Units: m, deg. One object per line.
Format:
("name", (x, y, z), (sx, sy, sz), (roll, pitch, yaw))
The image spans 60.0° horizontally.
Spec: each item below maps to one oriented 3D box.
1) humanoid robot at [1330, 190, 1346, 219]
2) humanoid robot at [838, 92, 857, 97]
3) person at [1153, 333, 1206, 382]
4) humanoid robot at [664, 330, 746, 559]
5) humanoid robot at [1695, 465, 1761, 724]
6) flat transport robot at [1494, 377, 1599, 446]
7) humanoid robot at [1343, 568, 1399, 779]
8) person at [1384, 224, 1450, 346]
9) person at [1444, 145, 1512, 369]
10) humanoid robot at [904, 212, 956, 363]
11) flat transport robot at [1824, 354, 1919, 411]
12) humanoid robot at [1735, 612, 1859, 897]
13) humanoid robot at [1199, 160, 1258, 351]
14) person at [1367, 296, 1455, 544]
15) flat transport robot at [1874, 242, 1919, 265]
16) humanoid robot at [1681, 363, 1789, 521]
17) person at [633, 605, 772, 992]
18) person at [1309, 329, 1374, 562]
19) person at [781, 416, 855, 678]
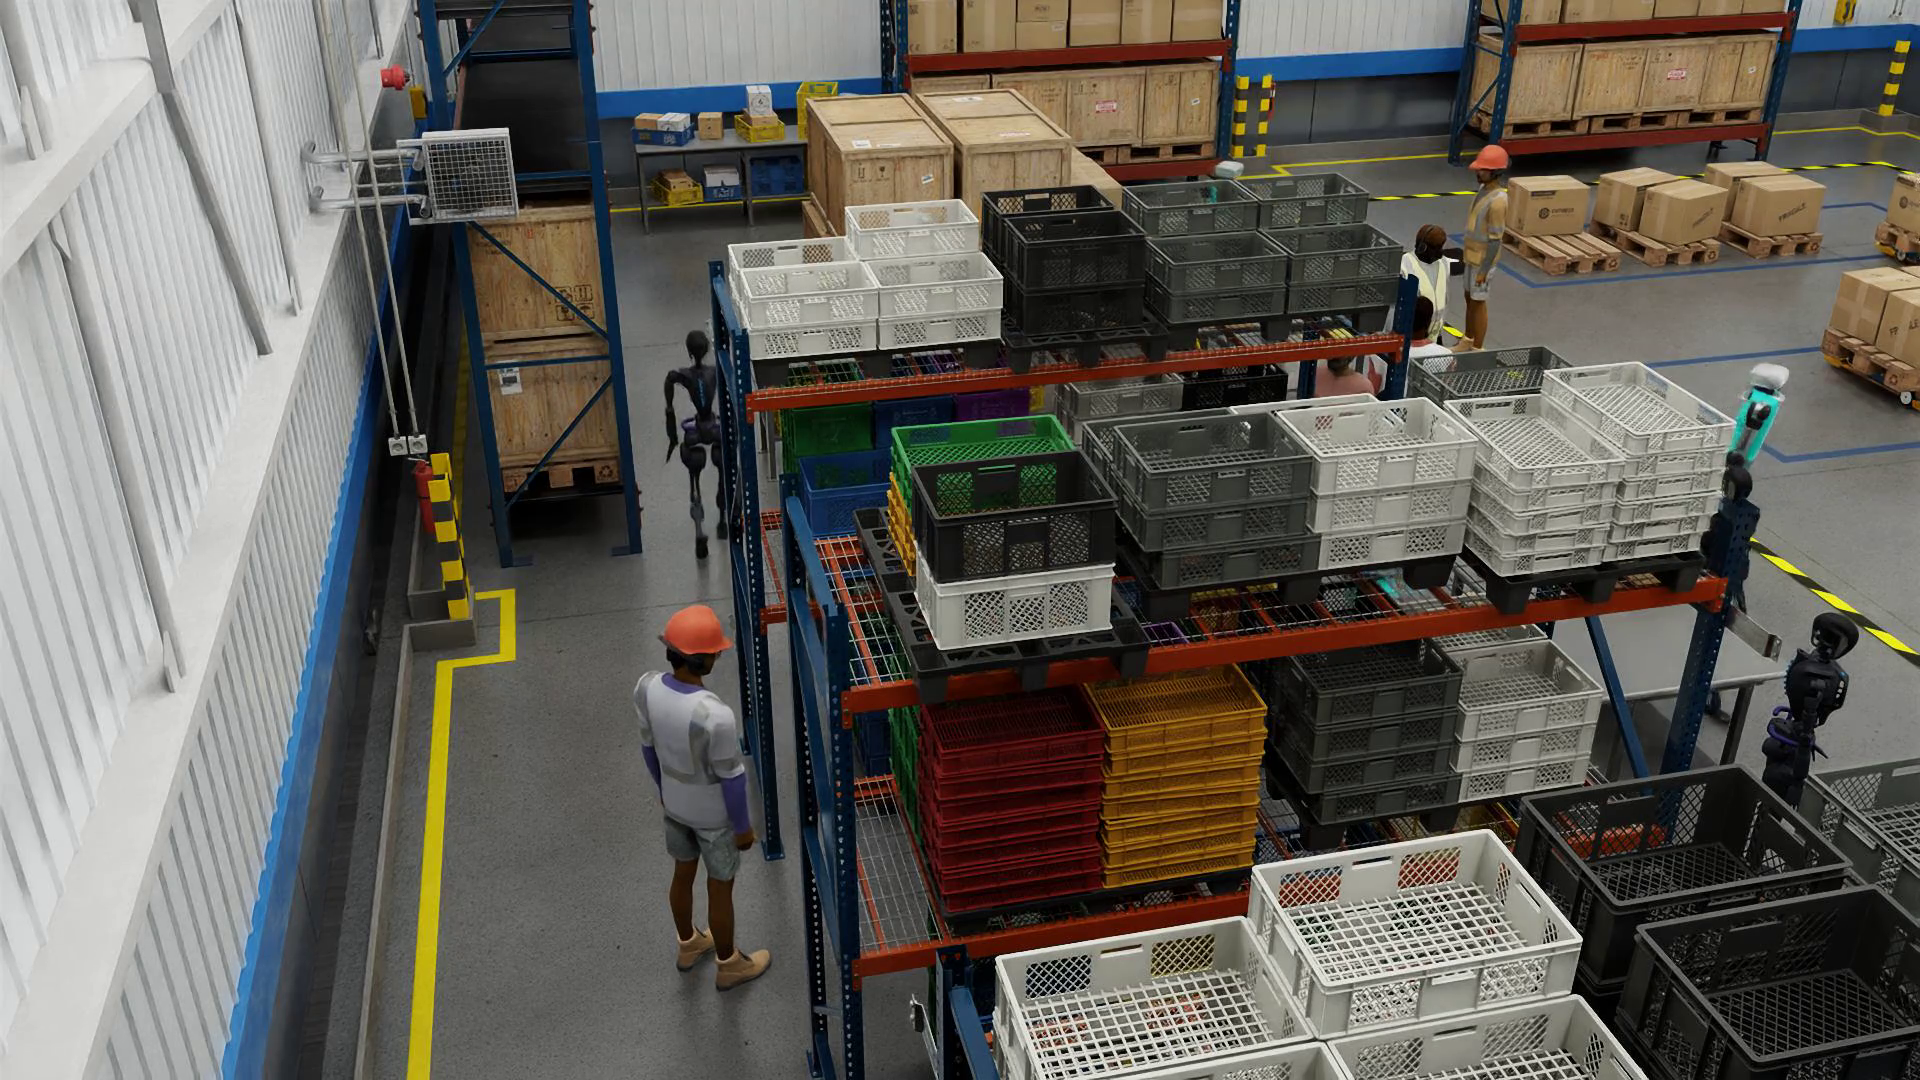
("humanoid robot", (2.998, -2.187, 14.703), (0.819, 1.846, 0.547), (4, 28, 8))
("humanoid robot", (-0.941, -3.889, 17.963), (0.796, 1.886, 0.550), (-6, 28, -12))
("person", (1.478, -0.520, 11.339), (0.348, 1.859, 0.515), (-22, 35, -35))
("humanoid robot", (-1.804, -0.685, 11.844), (0.601, 1.636, 0.634), (-3, 28, -6))
("humanoid robot", (4.493, 0.286, 10.046), (0.609, 1.621, 0.793), (-9, 29, -17))
("flat transport robot", (4.780, -1.036, 14.013), (0.659, 0.231, 1.431), (-6, 28, -12))
("humanoid robot", (2.492, 0.786, 9.031), (0.984, 1.774, 0.543), (-5, 28, -10))
("person", (3.712, -1.682, 13.565), (0.629, 1.835, 0.429), (-15, 31, -26))
("person", (4.658, -2.538, 14.959), (0.366, 2.047, 0.605), (1, 28, 2))
("humanoid robot", (-0.152, -1.921, 14.148), (0.796, 1.802, 0.538), (-10, 30, -19))
("flat transport robot", (8.473, -1.467, 14.800), (0.652, 0.197, 1.431), (-6, 28, -12))
("humanoid robot", (4.243, 1.093, 8.450), (0.315, 1.653, 0.599), (15, 31, 26))
("humanoid robot", (2.363, -2.492, 15.311), (0.558, 1.863, 0.795), (12, 30, 22))
("person", (3.140, -0.790, 11.779), (0.592, 1.915, 0.374), (9, 29, 17))
("flat transport robot", (10.555, -3.018, 17.742), (0.652, 0.197, 1.431), (-6, 28, -12))
("humanoid robot", (4.980, -0.388, 11.228), (0.790, 1.780, 0.544), (15, 31, 27))
("person", (-1.206, 1.222, 7.839), (0.605, 2.033, 0.388), (20, 34, 33))
("person", (2.602, -0.654, 11.680), (0.532, 1.766, 0.324), (21, 34, 34))
("person", (-0.851, 0.000, 10.365), (0.362, 1.834, 0.608), (20, 34, 34))
